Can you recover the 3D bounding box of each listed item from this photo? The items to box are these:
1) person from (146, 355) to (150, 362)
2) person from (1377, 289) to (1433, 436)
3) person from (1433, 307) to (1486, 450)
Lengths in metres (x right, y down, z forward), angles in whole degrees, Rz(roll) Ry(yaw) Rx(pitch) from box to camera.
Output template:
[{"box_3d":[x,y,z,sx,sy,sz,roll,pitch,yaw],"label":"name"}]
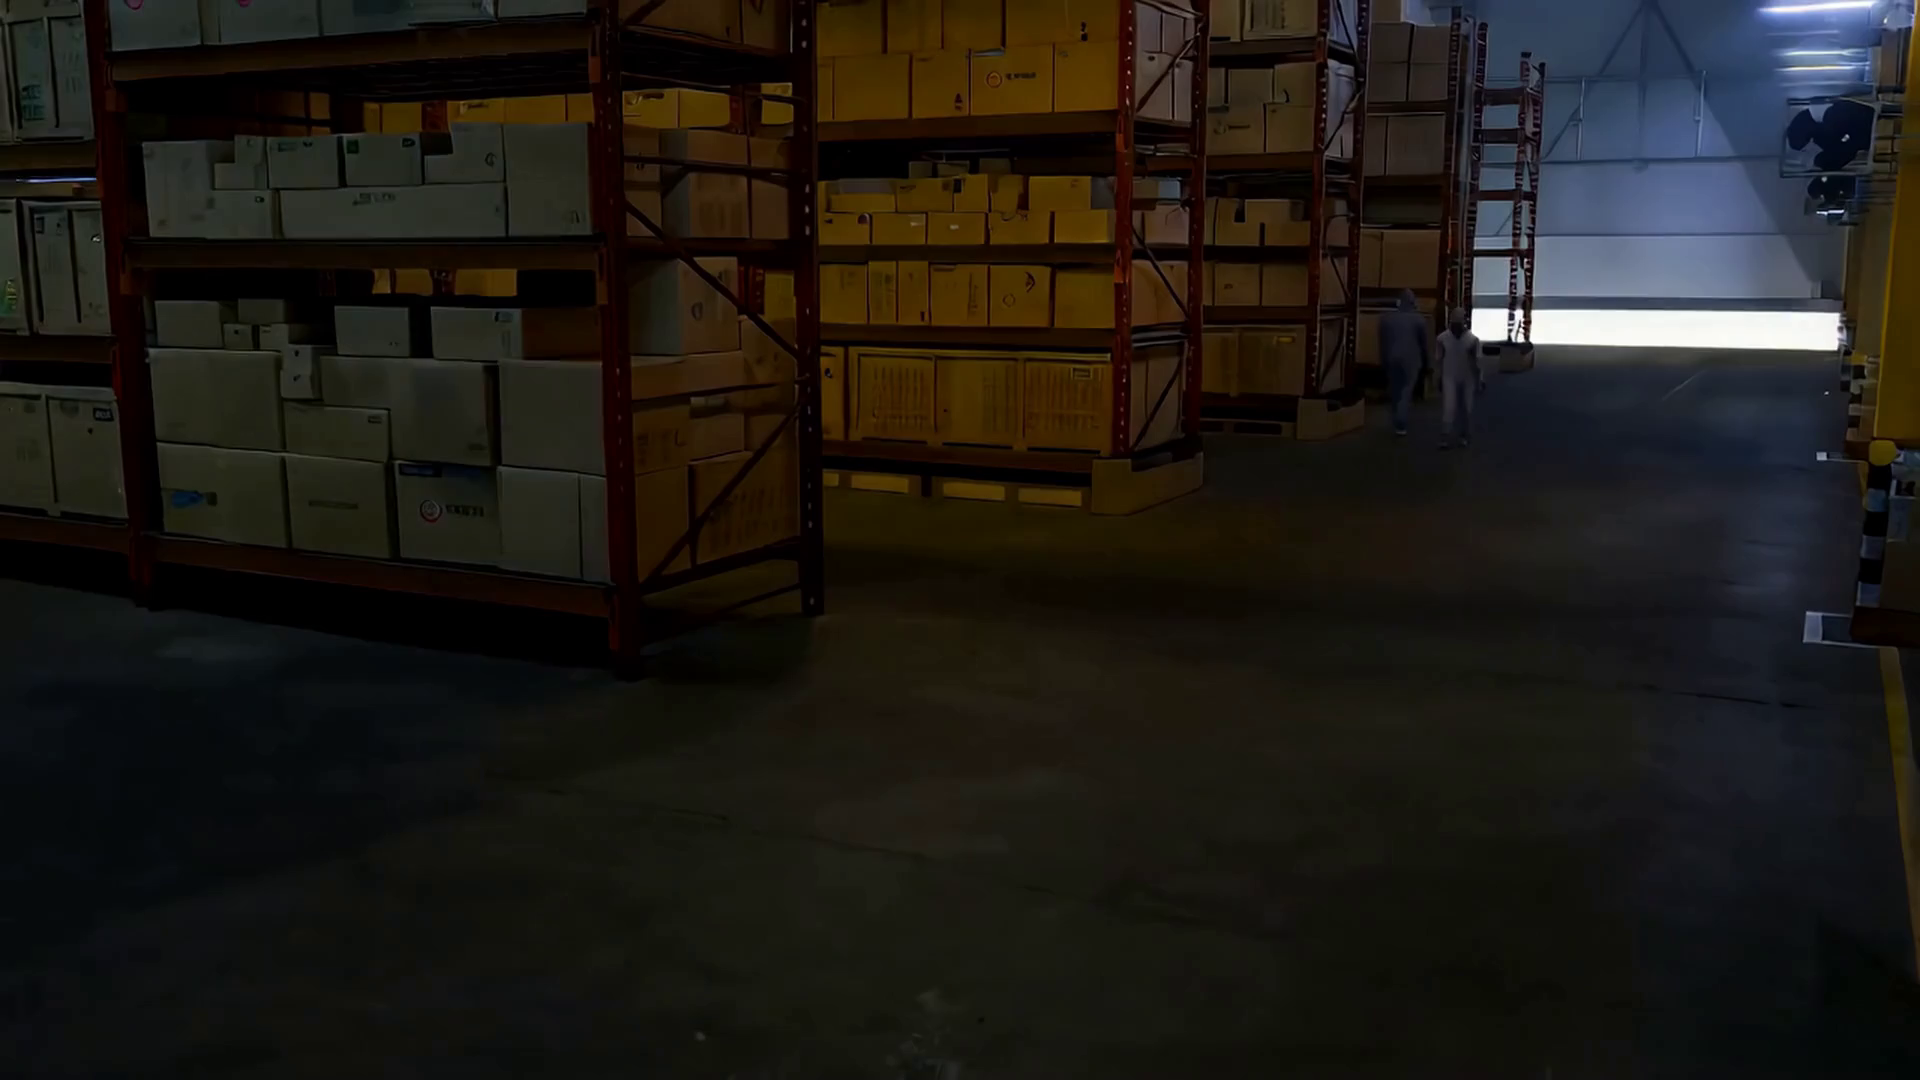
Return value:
[{"box_3d":[-8.033,-1.402,16.087,0.543,1.939,0.362,-7,12,-36],"label":"person"},{"box_3d":[5.744,-2.285,21.422,0.657,1.858,0.966,6,11,30],"label":"person"},{"box_3d":[5.969,-1.930,19.869,0.621,1.685,0.923,4,11,22],"label":"person"}]
